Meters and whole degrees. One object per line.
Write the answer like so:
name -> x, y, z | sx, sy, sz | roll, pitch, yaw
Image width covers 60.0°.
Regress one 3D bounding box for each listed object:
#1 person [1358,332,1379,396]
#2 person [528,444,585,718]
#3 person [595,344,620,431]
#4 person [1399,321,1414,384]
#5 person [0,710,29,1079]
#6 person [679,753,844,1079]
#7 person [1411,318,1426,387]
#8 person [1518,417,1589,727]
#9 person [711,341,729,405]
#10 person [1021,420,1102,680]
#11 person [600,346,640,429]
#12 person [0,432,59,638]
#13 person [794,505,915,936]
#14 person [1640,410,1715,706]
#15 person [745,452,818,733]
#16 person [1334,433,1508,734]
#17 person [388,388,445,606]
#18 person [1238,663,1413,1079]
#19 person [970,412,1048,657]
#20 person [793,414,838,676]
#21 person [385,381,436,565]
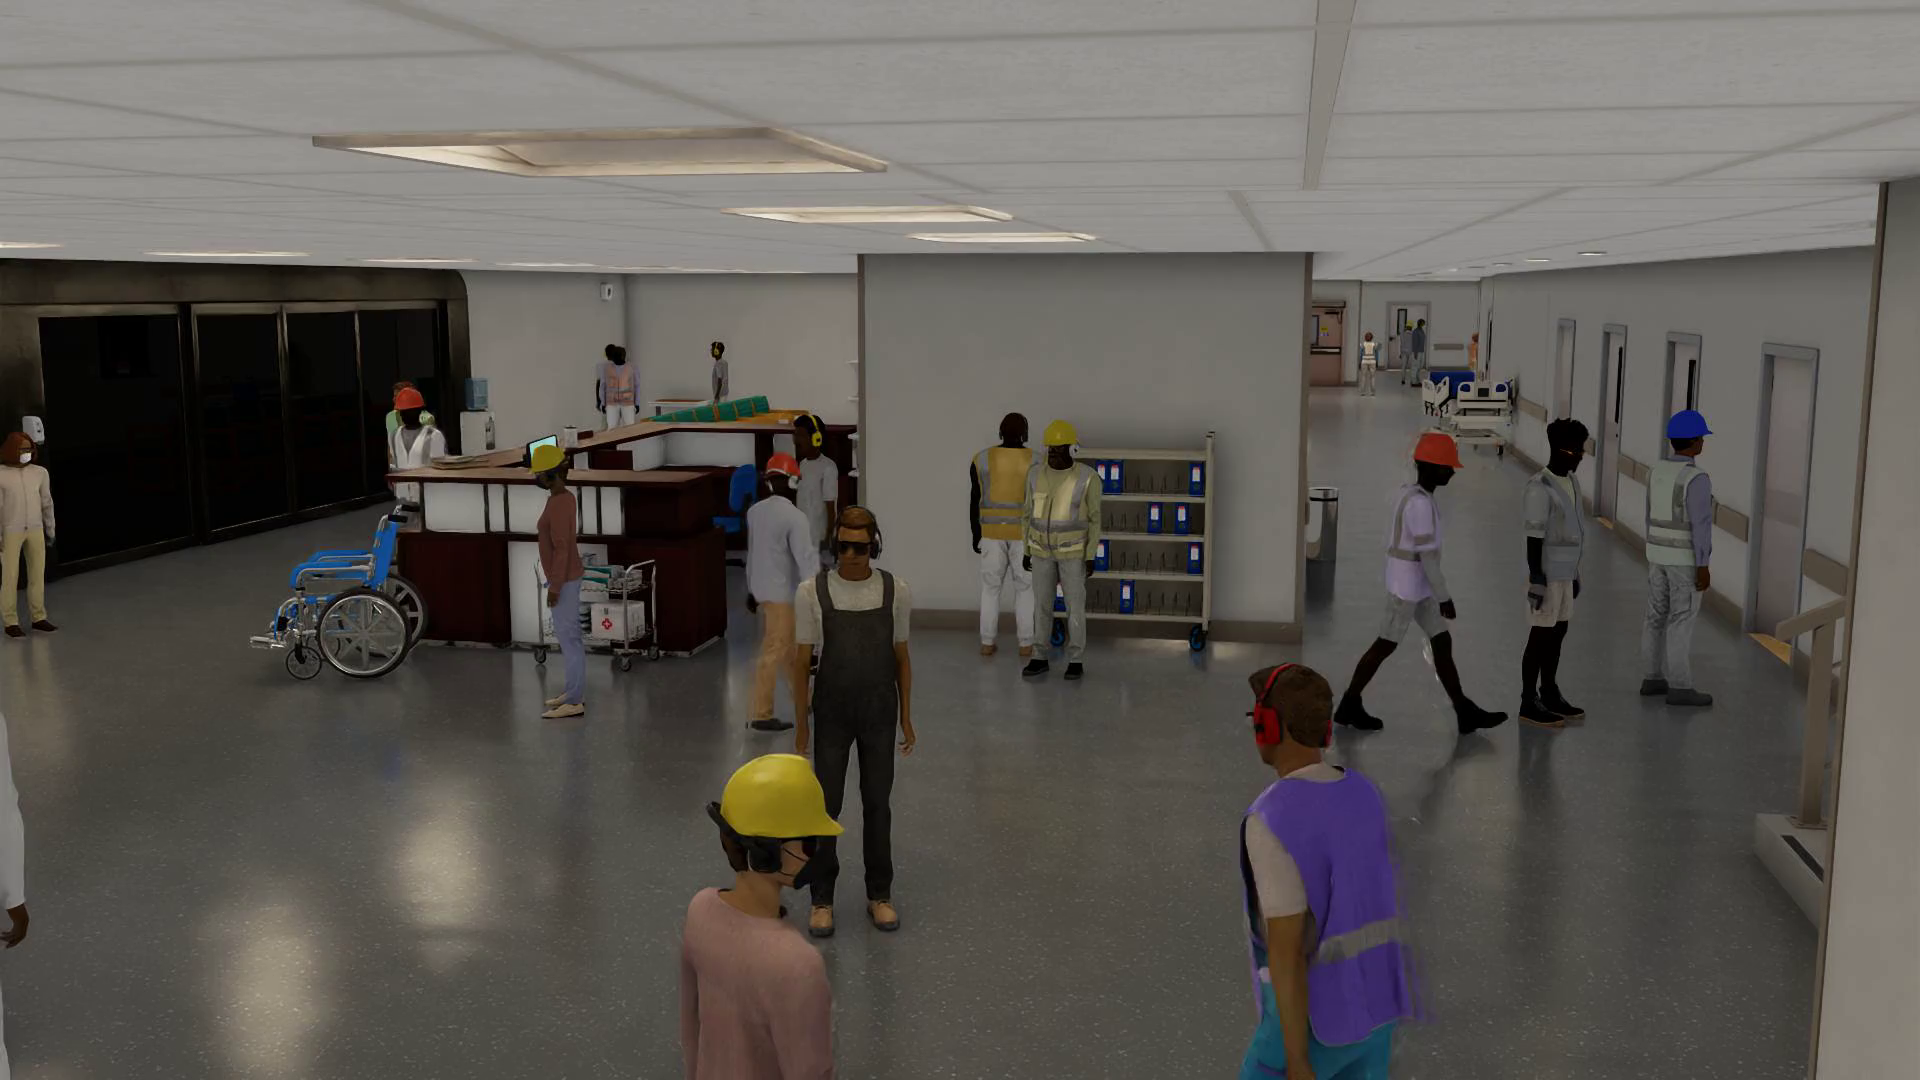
person -> 10.555, -4.546, 42.975 | 0.514, 1.639, 0.311 | 2, 9, 10
person -> -2.584, 0.263, 10.682 | 0.328, 1.760, 0.524 | -1, 9, -8
person -> -5.695, -2.264, 27.133 | 0.520, 1.856, 0.333 | 1, 9, 5
person -> 12.973, -5.403, 48.041 | 0.595, 1.827, 0.403 | 5, 10, 30
person -> -3.057, 1.073, 4.879 | 0.573, 1.883, 0.354 | -4, 9, -24
person -> -0.414, 1.326, 3.596 | 0.328, 1.765, 0.527 | -6, 11, -36
person -> 12.885, -5.252, 46.722 | 0.388, 1.930, 0.632 | 6, 10, 35
person -> 3.731, 0.202, 10.455 | 0.388, 1.951, 0.611 | 7, 11, 40
person -> -4.059, -2.400, 27.991 | 0.316, 1.865, 0.531 | 1, 9, 5
person -> 0.695, 0.066, 11.728 | 0.587, 1.833, 0.404 | 4, 9, 25
person -> -5.428, -2.174, 26.575 | 0.633, 1.841, 0.429 | -1, 9, -4
person -> -7.424, -0.047, 13.184 | 0.285, 1.627, 0.504 | 5, 10, 31
person -> -0.448, 0.761, 7.077 | 0.513, 1.842, 0.325 | -2, 9, -13
person -> 4.759, 0.115, 11.017 | 0.380, 1.951, 0.605 | -2, 9, -11
person -> -1.043, 0.316, 10.426 | 0.783, 1.712, 0.632 | -6, 10, -34
person -> 2.805, 0.280, 10.188 | 1.032, 1.876, 0.548 | 3, 9, 22
person -> -4.769, -0.407, 14.689 | 0.556, 1.896, 0.970 | 2, 9, 10
person -> 0.885, 1.219, 4.258 | 0.577, 1.775, 0.897 | -8, 11, -41
person -> 0.384, -0.036, 12.429 | 0.629, 1.837, 0.429 | 2, 9, 10
person -> -1.035, 0.034, 11.857 | 0.333, 1.864, 0.505 | -5, 10, -31
person -> -5.424, -0.656, 16.492 | 0.564, 1.841, 0.394 | 3, 9, 21
